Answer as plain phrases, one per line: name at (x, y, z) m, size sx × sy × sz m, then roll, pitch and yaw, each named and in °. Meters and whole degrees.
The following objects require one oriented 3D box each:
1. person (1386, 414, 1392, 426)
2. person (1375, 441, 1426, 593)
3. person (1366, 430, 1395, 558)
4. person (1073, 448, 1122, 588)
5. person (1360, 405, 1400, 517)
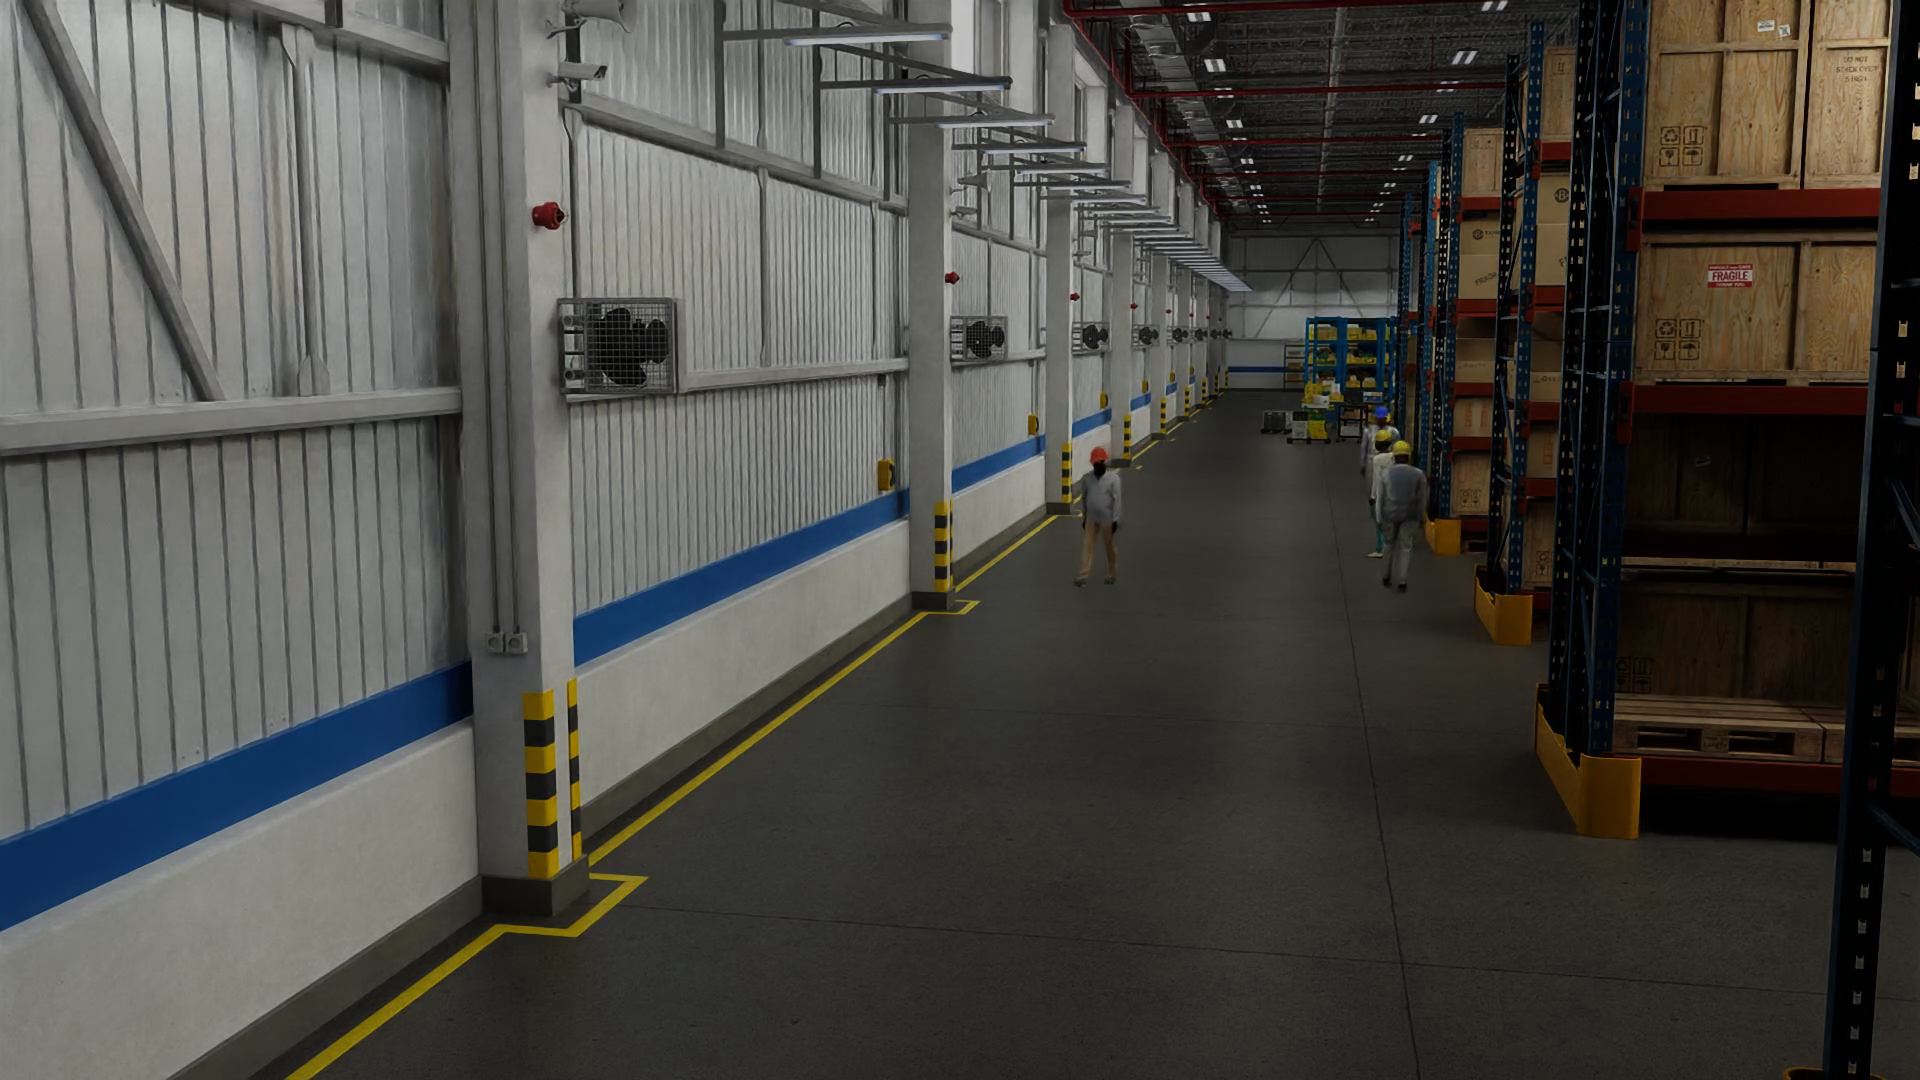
person at (7.295, -1.337, 28.654) m, size 0.491 × 1.729 × 0.365 m, roll 2°, pitch 7°, yaw 15°
person at (5.297, -0.290, 20.007) m, size 0.586 × 1.788 × 0.932 m, roll 2°, pitch 7°, yaw 15°
person at (5.796, -0.630, 22.863) m, size 0.535 × 1.766 × 0.321 m, roll -7°, pitch 10°, yaw -43°
person at (1.691, -0.270, 20.198) m, size 0.588 × 1.698 × 0.887 m, roll 4°, pitch 8°, yaw 31°
person at (6.853, -1.239, 27.124) m, size 0.618 × 1.928 × 0.752 m, roll 2°, pitch 7°, yaw 14°
